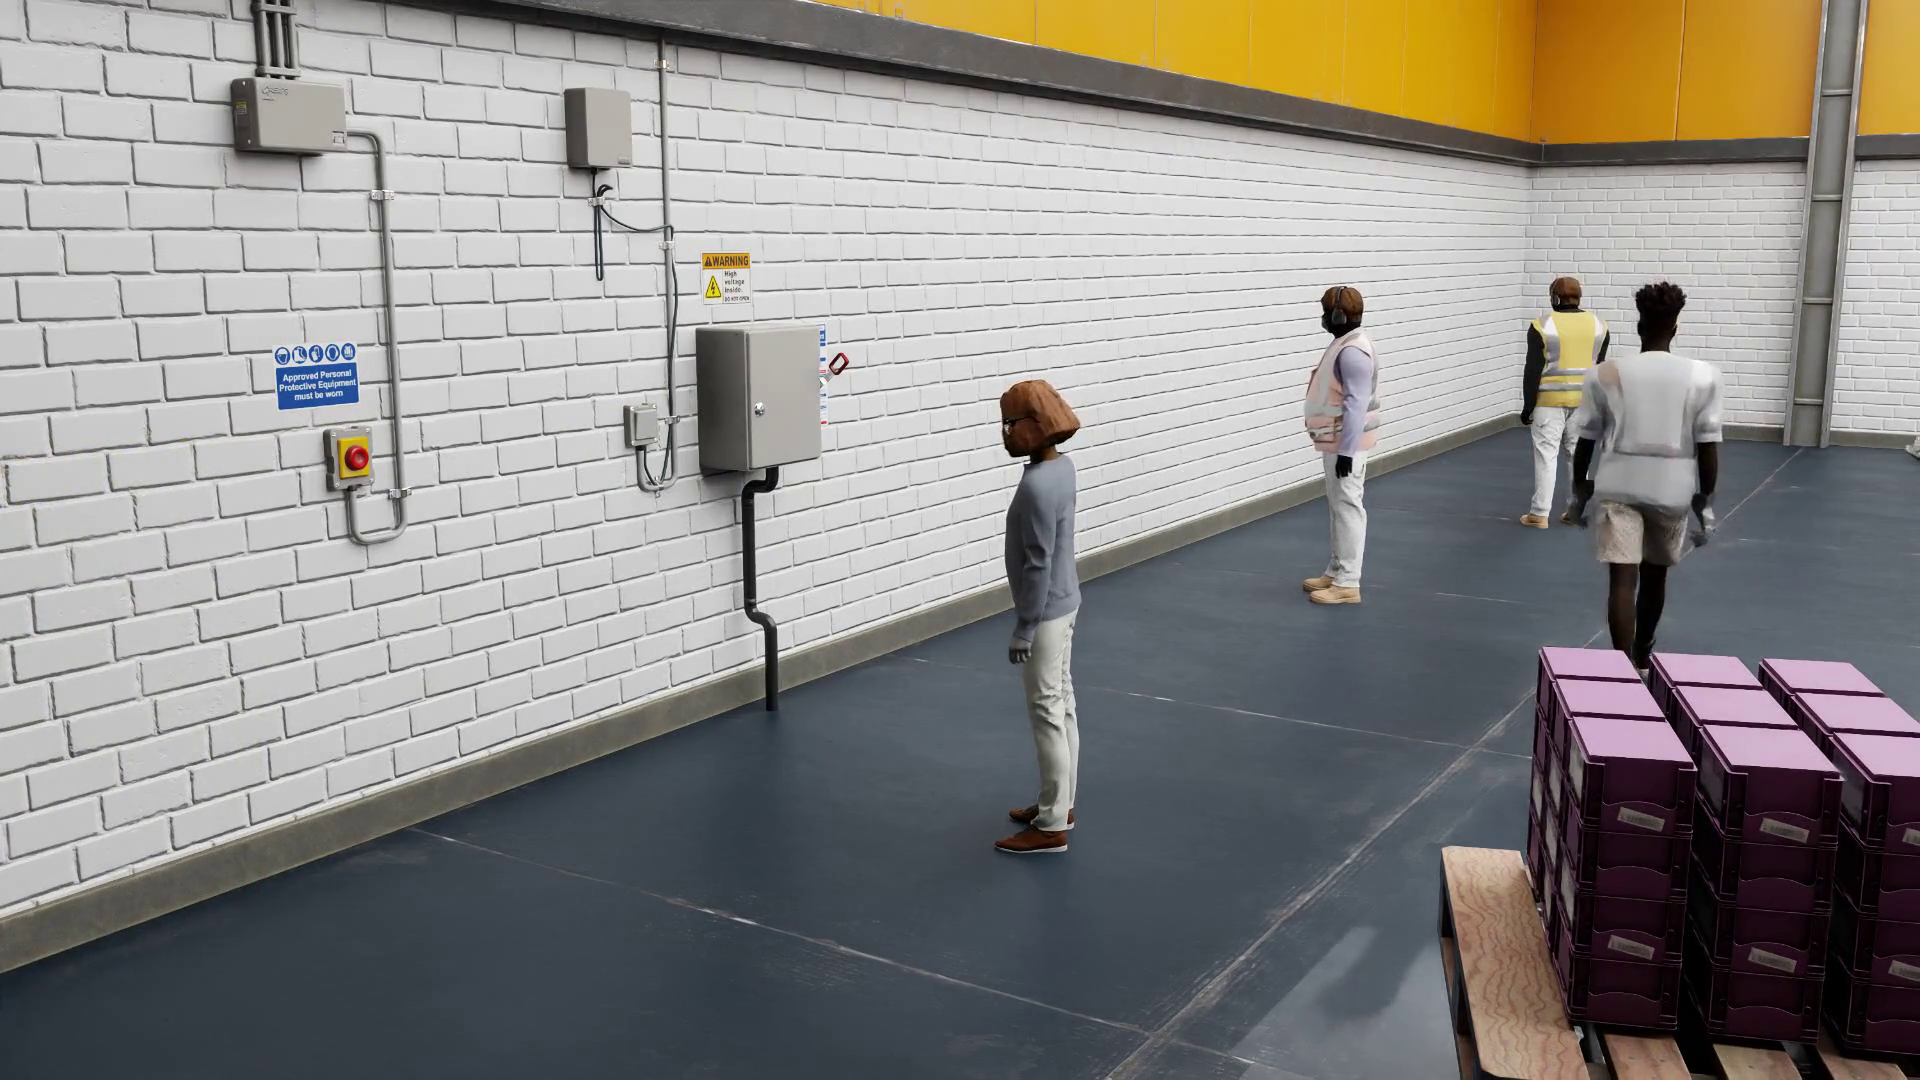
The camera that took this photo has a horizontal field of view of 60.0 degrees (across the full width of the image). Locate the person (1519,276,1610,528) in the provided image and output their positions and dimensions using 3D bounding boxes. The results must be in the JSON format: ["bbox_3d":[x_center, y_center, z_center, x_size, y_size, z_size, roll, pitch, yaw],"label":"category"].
[{"bbox_3d":[4.386,-0.999,12.163,0.627,1.843,0.429,-2,10,-10],"label":"person"}]

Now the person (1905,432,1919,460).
[{"bbox_3d":[9.294,-1.496,15.562,0.519,1.605,0.778,0,10,-1],"label":"person"}]

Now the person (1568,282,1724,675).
[{"bbox_3d":[3.160,-0.231,7.708,0.622,1.913,0.998,3,11,18],"label":"person"}]

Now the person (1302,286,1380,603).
[{"bbox_3d":[2.214,-0.551,9.685,0.430,1.841,0.624,2,10,9],"label":"person"}]

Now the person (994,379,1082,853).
[{"bbox_3d":[0.272,0.263,5.737,0.279,1.633,0.498,2,11,14],"label":"person"}]
